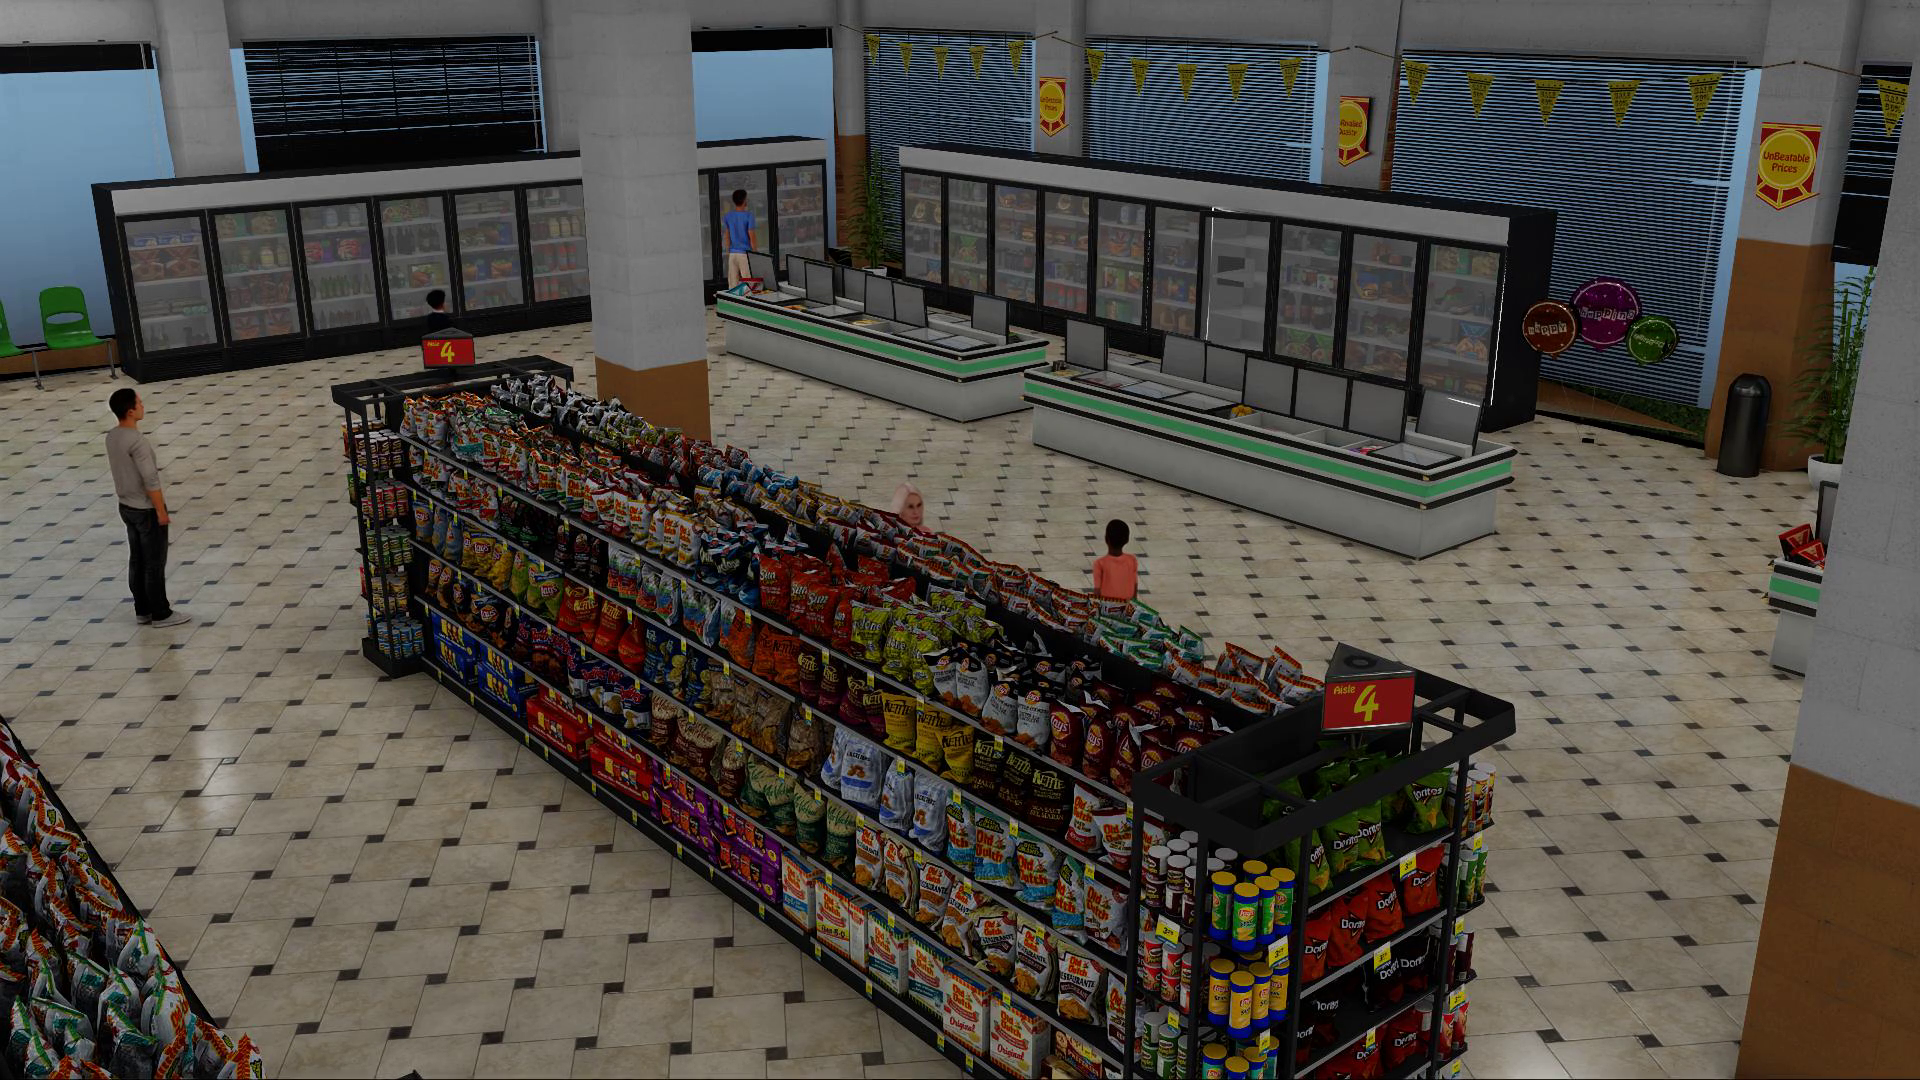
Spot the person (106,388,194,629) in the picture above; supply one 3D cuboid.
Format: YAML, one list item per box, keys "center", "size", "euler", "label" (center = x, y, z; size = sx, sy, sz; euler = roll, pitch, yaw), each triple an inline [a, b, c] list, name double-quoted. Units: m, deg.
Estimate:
- center: [-6.091, -0.240, 12.358]
  size: [0.571, 1.811, 0.778]
  euler: [13, 22, 33]
  label: "person"

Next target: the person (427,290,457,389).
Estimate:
- center: [-6.051, -2.291, 19.371]
  size: [0.645, 1.216, 0.689]
  euler: [8, 20, 22]
  label: "person"

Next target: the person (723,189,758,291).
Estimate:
- center: [-3.072, -3.986, 23.385]
  size: [0.675, 1.863, 0.804]
  euler: [8, 20, 23]
  label: "person"

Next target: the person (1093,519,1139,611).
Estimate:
- center: [1.021, 0.491, 10.973]
  size: [0.551, 1.310, 0.567]
  euler: [-6, 19, -16]
  label: "person"
